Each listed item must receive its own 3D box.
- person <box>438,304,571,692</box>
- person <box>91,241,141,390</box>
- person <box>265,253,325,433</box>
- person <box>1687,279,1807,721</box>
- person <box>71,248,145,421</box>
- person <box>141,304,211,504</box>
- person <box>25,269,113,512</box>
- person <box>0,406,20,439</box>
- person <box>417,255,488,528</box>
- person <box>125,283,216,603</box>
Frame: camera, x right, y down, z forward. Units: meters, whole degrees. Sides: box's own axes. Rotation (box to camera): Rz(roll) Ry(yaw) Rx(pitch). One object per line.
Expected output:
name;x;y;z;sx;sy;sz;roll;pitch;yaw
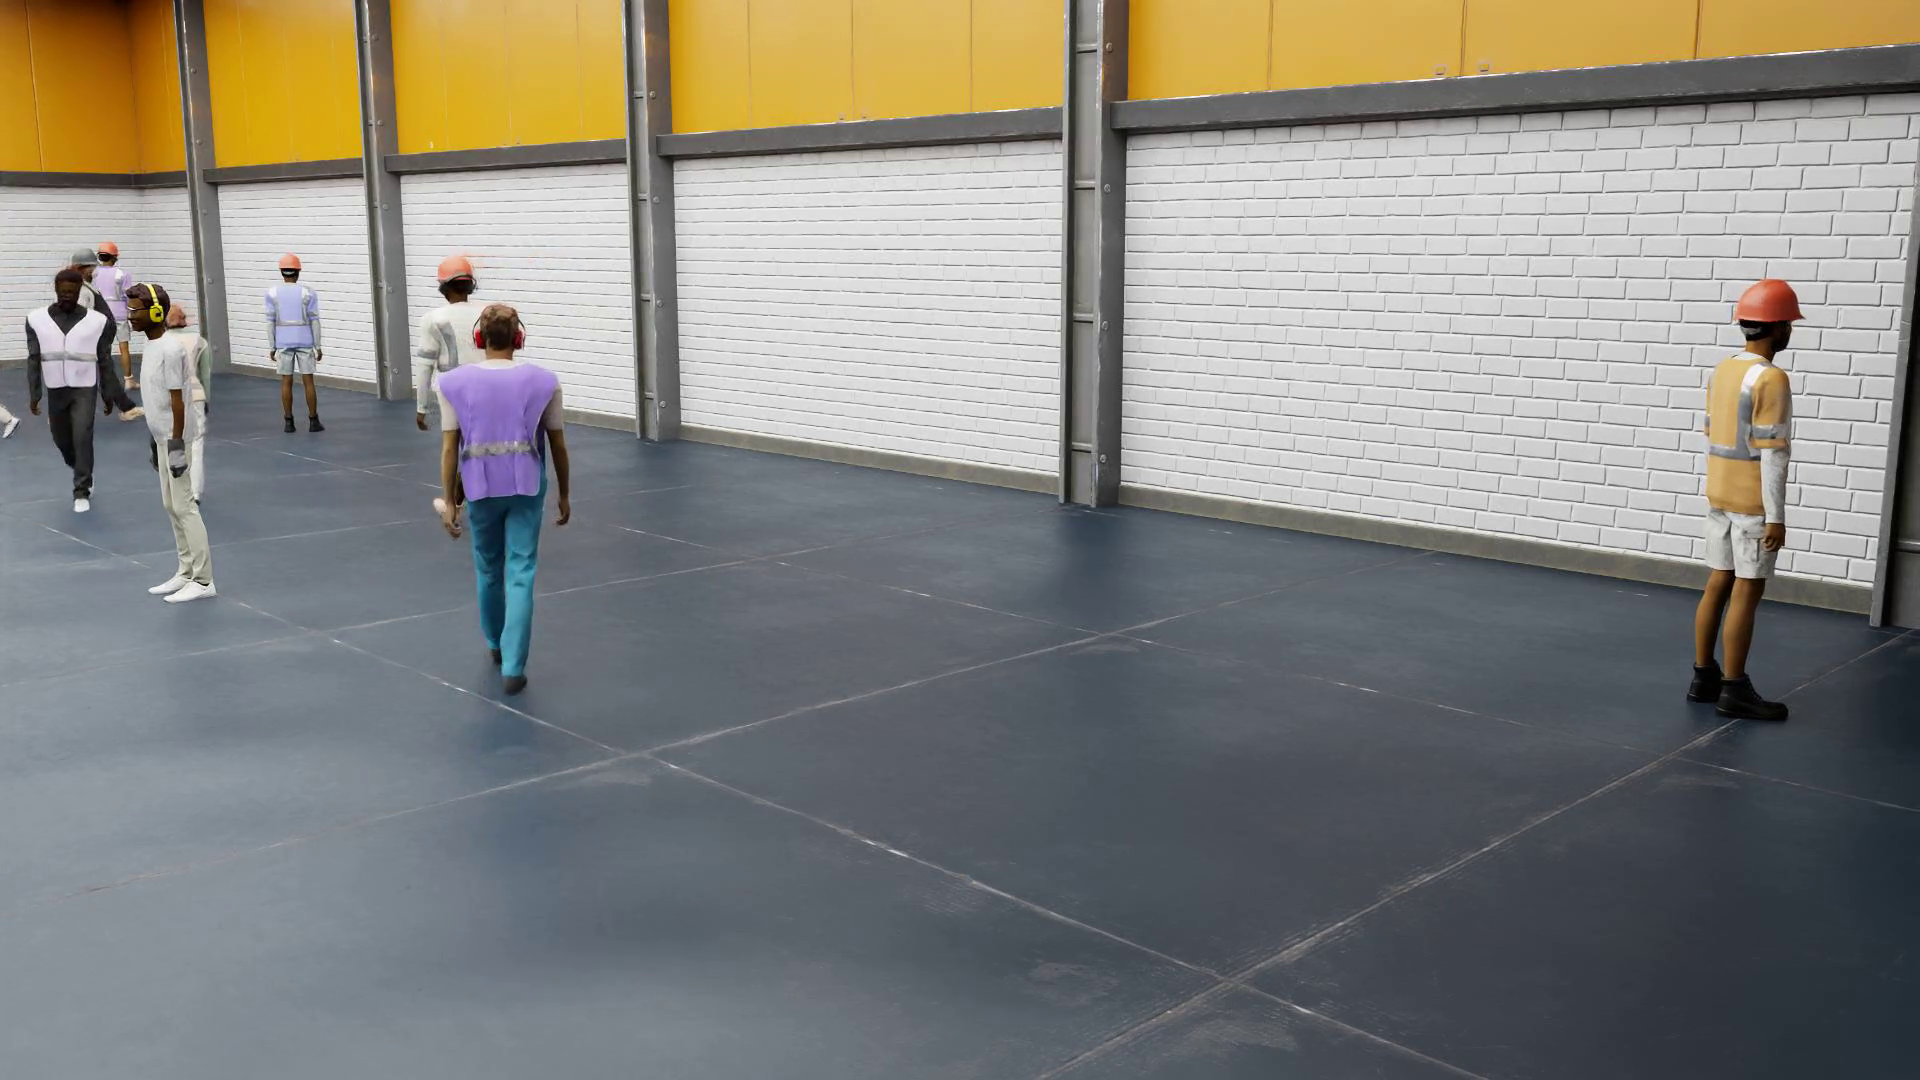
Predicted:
person;-2.179;-0.228;8.031;0.582;1.796;0.939;-2;11;-13
person;-11.671;-3.078;22.918;0.609;2.044;0.393;-1;10;-5
person;-7.211;-2.130;18.049;0.551;1.932;0.378;-3;11;-13
person;3.519;-0.175;7.386;0.368;1.938;0.555;-1;10;-3
person;-9.846;-2.330;18.849;1.035;2.000;0.701;-3;11;-17
person;-6.267;-1.093;13.322;0.522;1.584;0.853;-6;12;-32
person;-6.990;-1.192;13.116;0.590;1.877;0.858;-4;11;-19
person;-10.303;-1.831;17.299;0.787;1.612;0.514;-5;11;-25
person;-3.539;-1.006;11.759;1.068;1.985;0.631;10;15;44
person;-4.638;-0.565;9.743;0.329;1.858;0.506;-8;13;-39
